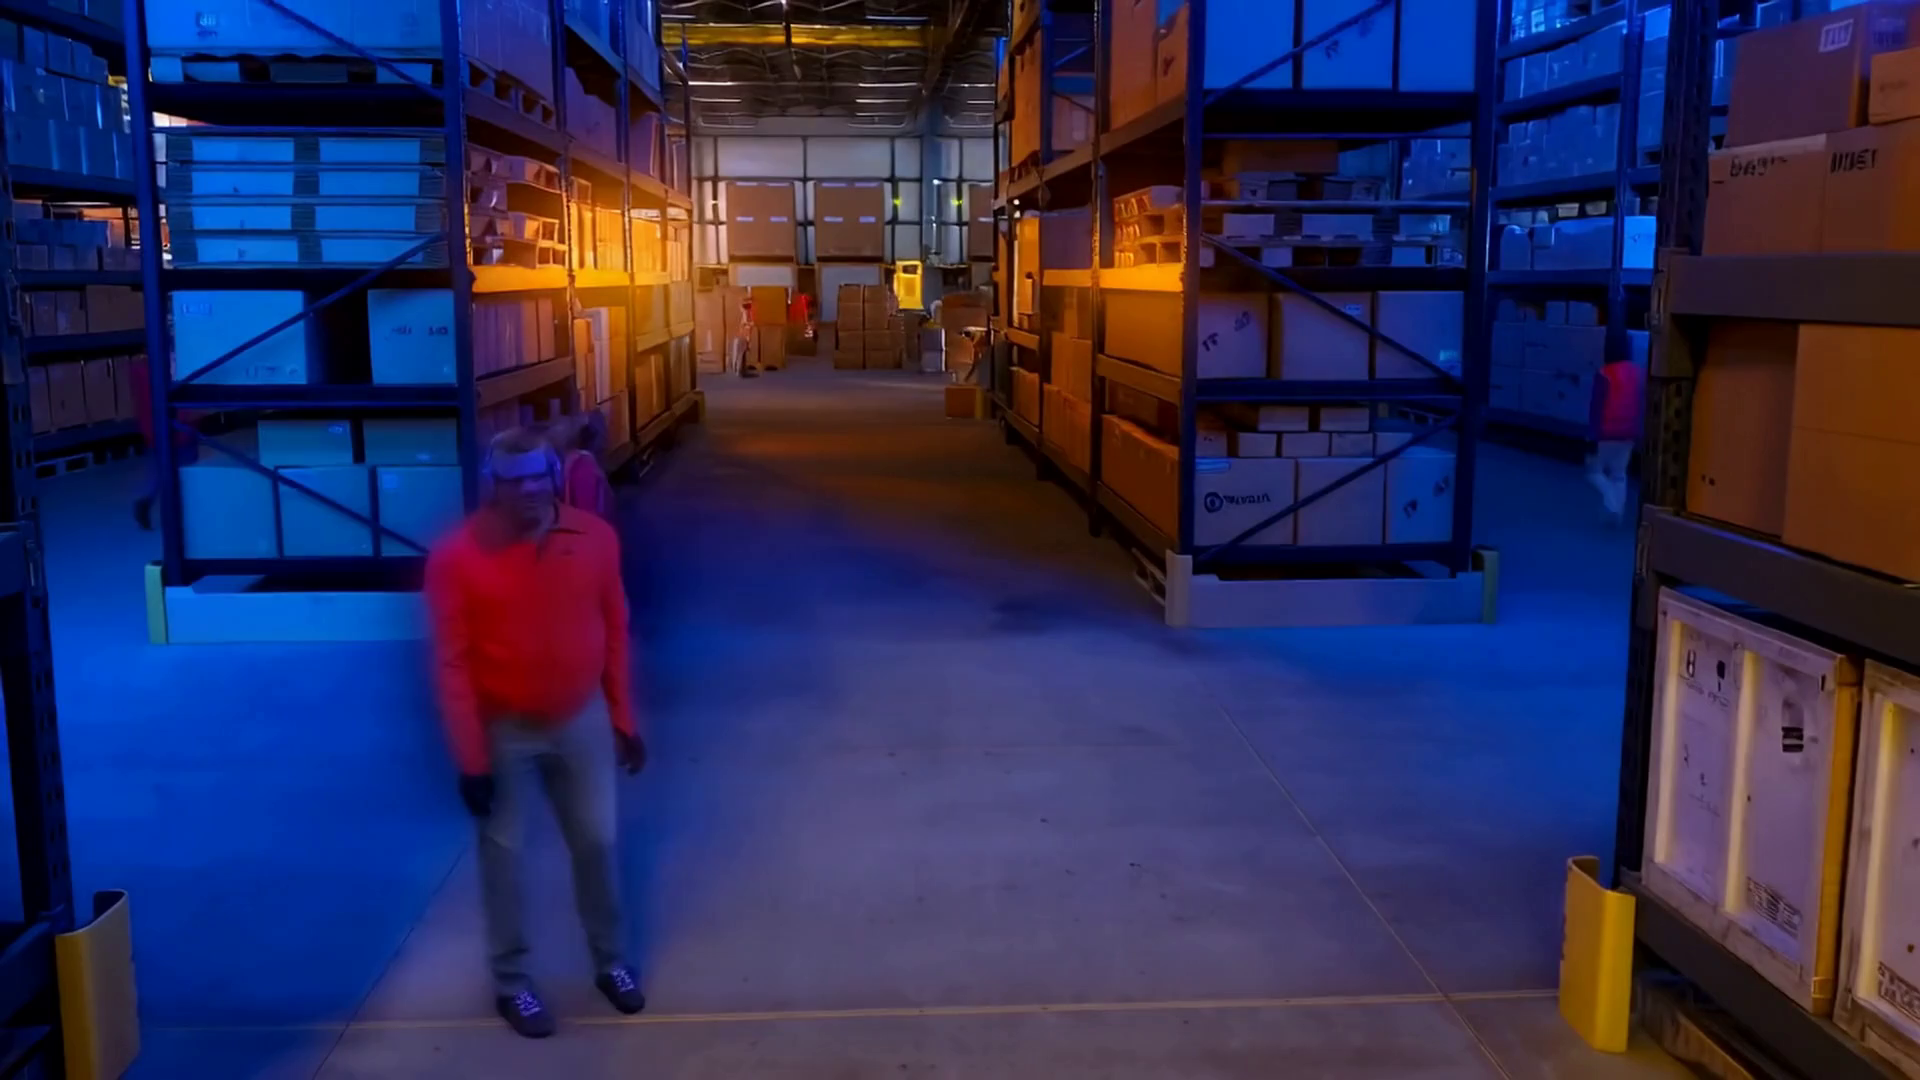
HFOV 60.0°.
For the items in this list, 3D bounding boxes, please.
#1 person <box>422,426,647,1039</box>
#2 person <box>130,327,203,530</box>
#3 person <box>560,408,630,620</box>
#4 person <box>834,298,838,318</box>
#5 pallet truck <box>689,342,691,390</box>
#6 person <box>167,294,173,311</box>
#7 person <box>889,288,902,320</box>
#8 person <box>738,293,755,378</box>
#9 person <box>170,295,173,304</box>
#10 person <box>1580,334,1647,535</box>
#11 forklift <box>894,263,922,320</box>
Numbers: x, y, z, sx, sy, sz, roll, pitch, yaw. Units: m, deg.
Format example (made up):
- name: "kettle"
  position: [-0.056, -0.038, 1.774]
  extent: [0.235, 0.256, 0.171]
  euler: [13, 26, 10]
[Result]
- name: "person"
  position: [-1.307, 0.585, 5.235]
  extent: [0.674, 1.905, 0.411]
  euler: [-6, 11, -34]
- name: "person"
  position: [-7.245, -0.995, 15.189]
  extent: [0.647, 1.893, 0.674]
  euler: [1, 9, 5]
- name: "person"
  position: [-2.016, 0.091, 9.153]
  extent: [0.371, 1.626, 0.537]
  euler: [-3, 10, -18]
- name: "person"
  position: [-4.212, -8.082, 59.619]
  extent: [0.650, 1.902, 0.894]
  euler: [-8, 12, -40]
- name: "pallet truck"
  position: [-5.225, -3.008, 27.480]
  extent: [1.885, 1.965, 0.823]
  euler: [2, 9, 14]
- name: "person"
  position: [-26.008, -7.198, 54.560]
  extent: [0.541, 1.738, 0.687]
  euler: [-2, 9, -12]
- name: "person"
  position: [-2.483, -8.529, 62.509]
  extent: [0.576, 1.882, 0.362]
  euler: [0, 9, 2]
- name: "person"
  position: [-4.920, -4.702, 38.308]
  extent: [0.357, 1.938, 0.542]
  euler: [-2, 9, -12]
- name: "person"
  position: [-29.541, -8.631, 62.794]
  extent: [0.378, 1.996, 0.610]
  euler: [1, 9, 5]
- name: "person"
  position: [5.901, -0.937, 15.008]
  extent: [0.647, 1.824, 0.444]
  euler: [-4, 10, -23]
- name: "forklift"
  position: [-1.986, -9.019, 62.461]
  extent: [1.129, 2.768, 1.873]
  euler: [-1, 9, -4]
